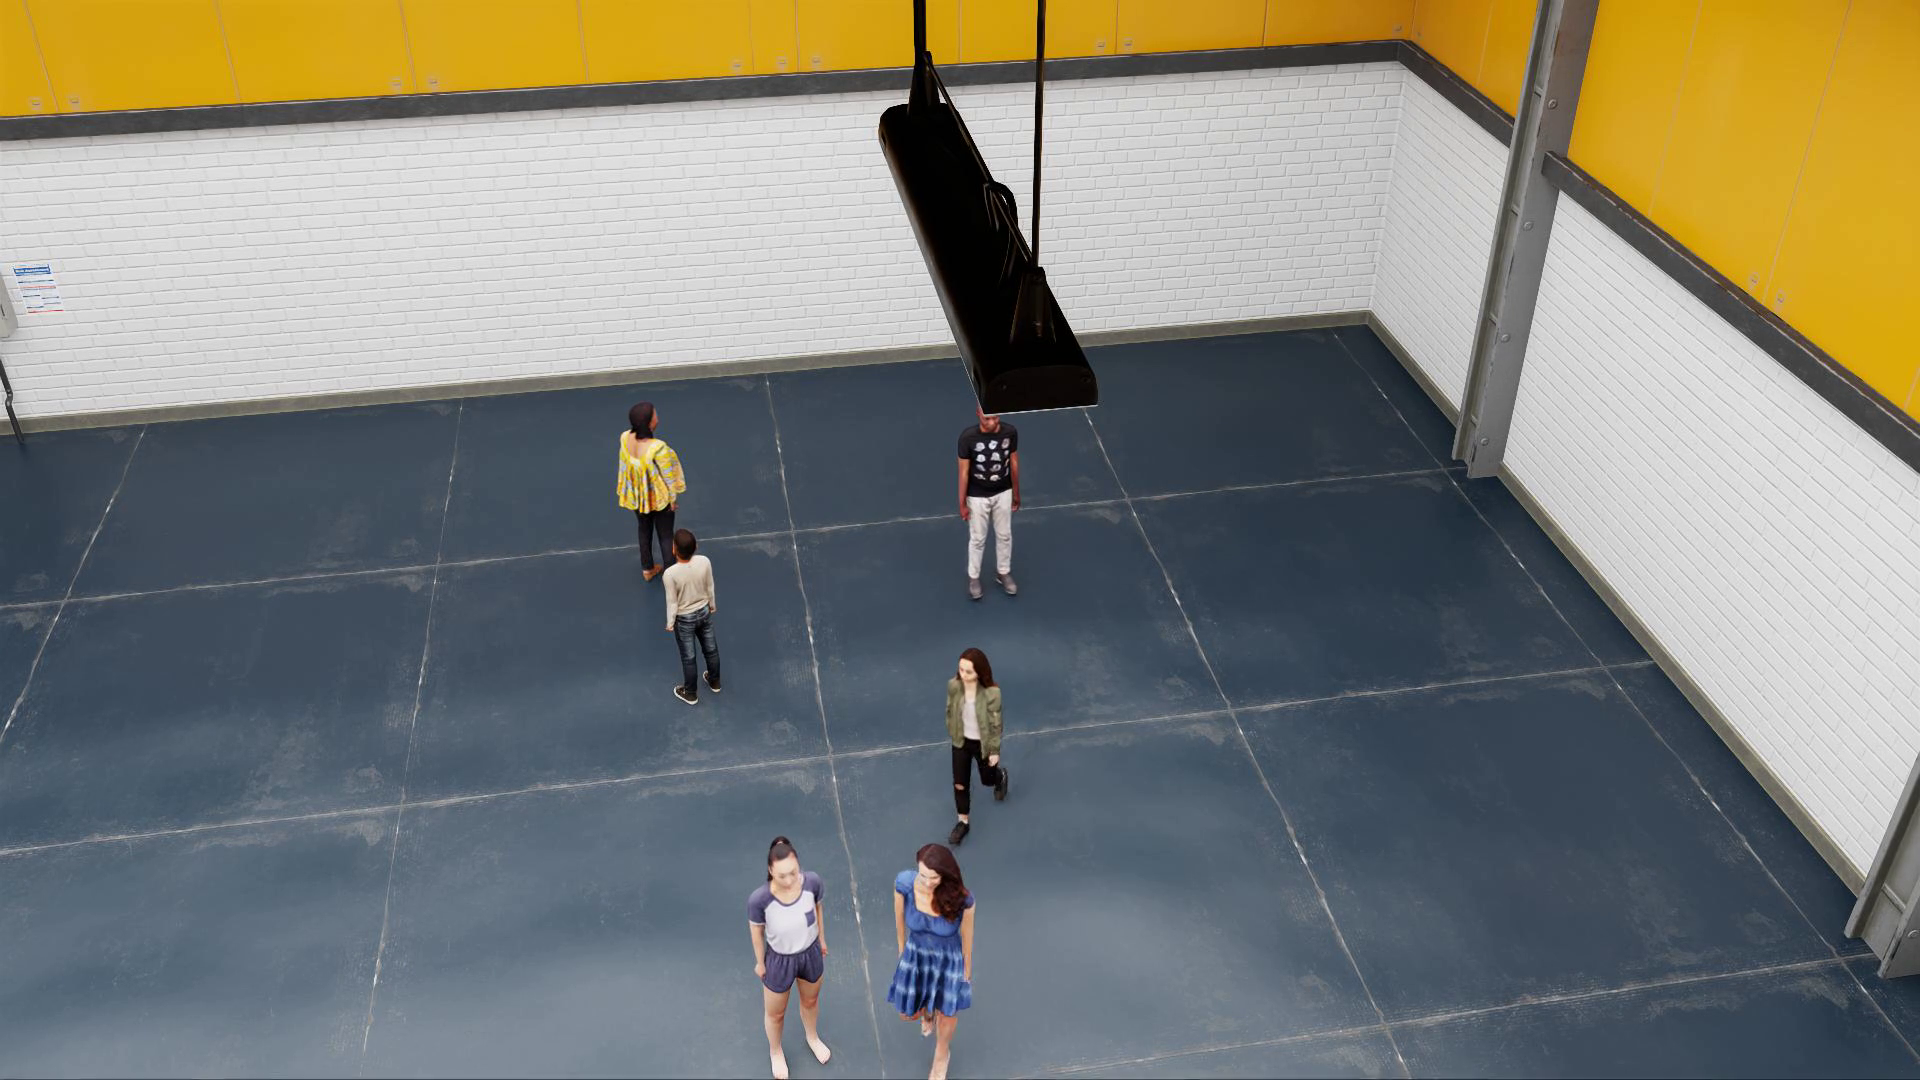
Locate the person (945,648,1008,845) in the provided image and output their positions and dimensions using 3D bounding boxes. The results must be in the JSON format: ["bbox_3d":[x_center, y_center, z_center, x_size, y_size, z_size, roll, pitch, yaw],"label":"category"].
[{"bbox_3d":[0.134,1.309,11.043,0.865,1.459,0.995,14,36,20],"label":"person"}]

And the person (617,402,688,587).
[{"bbox_3d":[-2.483,-0.361,13.378,0.885,1.655,0.943,19,38,26],"label":"person"}]

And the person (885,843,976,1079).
[{"bbox_3d":[-0.122,2.307,9.235,0.815,1.798,0.895,8,34,12],"label":"person"}]

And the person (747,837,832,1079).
[{"bbox_3d":[-0.955,2.337,9.324,0.656,1.651,0.631,-17,37,-24],"label":"person"}]

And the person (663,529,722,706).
[{"bbox_3d":[-1.960,0.550,12.179,0.634,1.464,0.644,-24,40,-31],"label":"person"}]

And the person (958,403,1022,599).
[{"bbox_3d":[0.230,-0.373,13.266,0.690,1.800,0.642,-9,35,-14],"label":"person"}]
